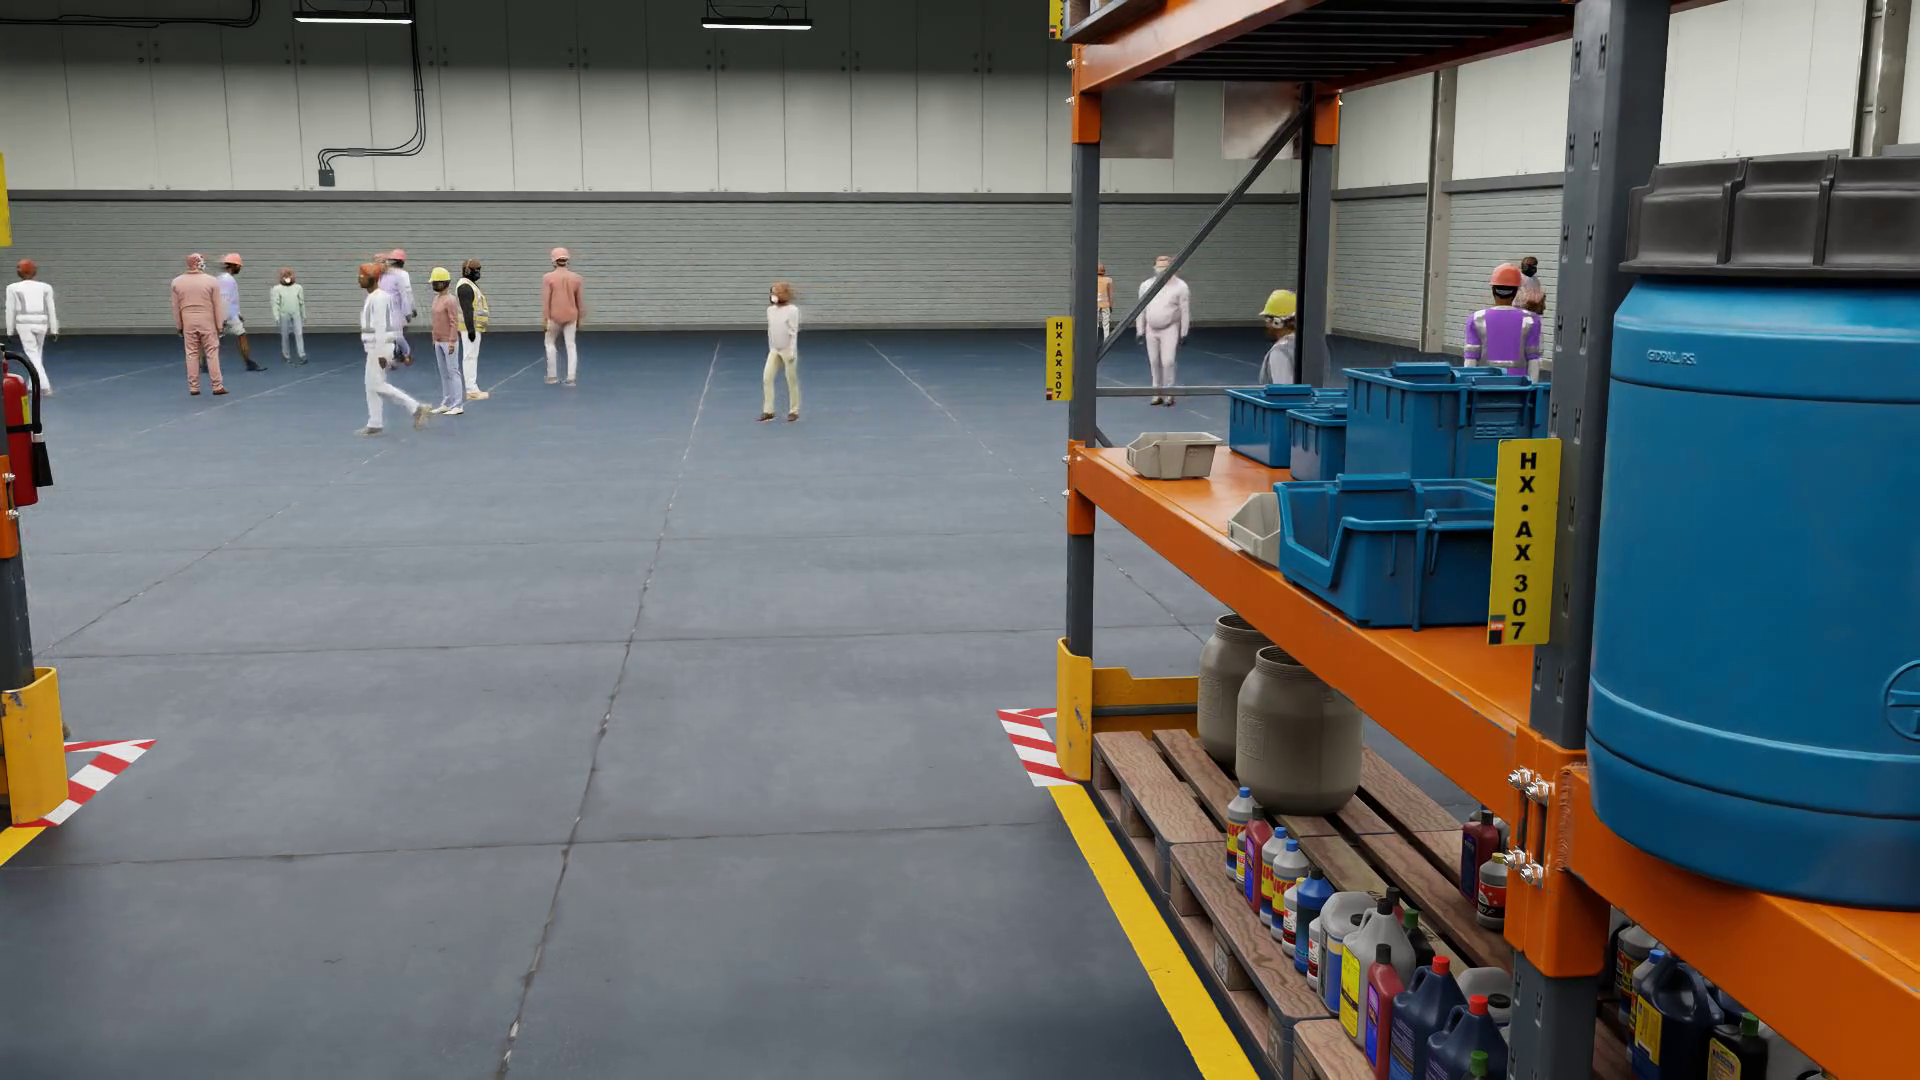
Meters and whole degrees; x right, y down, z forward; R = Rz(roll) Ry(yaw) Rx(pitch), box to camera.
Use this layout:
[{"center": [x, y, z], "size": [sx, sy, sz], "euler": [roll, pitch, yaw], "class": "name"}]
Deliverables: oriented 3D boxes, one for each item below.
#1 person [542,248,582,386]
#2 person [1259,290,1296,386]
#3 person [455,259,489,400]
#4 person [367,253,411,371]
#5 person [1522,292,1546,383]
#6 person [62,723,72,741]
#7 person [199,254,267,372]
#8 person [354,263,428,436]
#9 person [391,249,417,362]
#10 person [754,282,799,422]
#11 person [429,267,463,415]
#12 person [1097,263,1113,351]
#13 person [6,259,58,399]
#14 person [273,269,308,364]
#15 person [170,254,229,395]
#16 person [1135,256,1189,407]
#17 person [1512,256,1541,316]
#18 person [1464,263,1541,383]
[{"center": [-5.768, -3.203, 23.912], "size": [0.660, 1.967, 0.799], "euler": [-8, 13, -38], "class": "person"}, {"center": [2.177, -0.782, 11.185], "size": [0.952, 1.785, 0.582], "euler": [8, 13, 37], "class": "person"}, {"center": [-6.415, -2.768, 21.909], "size": [0.430, 1.838, 0.619], "euler": [-2, 11, -12], "class": "person"}, {"center": [-9.140, -3.655, 26.676], "size": [0.667, 1.875, 0.617], "euler": [1, 10, 7], "class": "person"}, {"center": [5.636, -1.641, 16.407], "size": [0.842, 1.590, 0.529], "euler": [6, 12, 28], "class": "person"}, {"center": [-4.309, -0.033, 6.777], "size": [1.000, 1.898, 0.645], "euler": [-4, 11, -20], "class": "person"}, {"center": [-11.579, -3.563, 26.203], "size": [1.011, 1.884, 0.561], "euler": [-6, 12, -31], "class": "person"}, {"center": [-6.168, -2.039, 17.859], "size": [0.666, 1.867, 0.584], "euler": [-4, 11, -23], "class": "person"}, {"center": [-9.521, -3.982, 28.312], "size": [0.552, 1.922, 0.394], "euler": [7, 13, 34], "class": "person"}, {"center": [-2.084, -2.139, 19.075], "size": [0.514, 1.611, 0.661], "euler": [7, 12, 34], "class": "person"}, {"center": [-6.199, -2.385, 19.999], "size": [0.307, 1.770, 0.525], "euler": [-10, 14, -43], "class": "person"}, {"center": [2.610, -4.329, 31.015], "size": [0.512, 1.637, 0.309], "euler": [-1, 10, -7], "class": "person"}, {"center": [-12.313, -2.796, 22.071], "size": [0.965, 1.840, 0.587], "euler": [8, 13, 37], "class": "person"}, {"center": [-11.225, -3.735, 27.891], "size": [0.525, 1.582, 0.860], "euler": [-7, 12, -33], "class": "person"}, {"center": [-10.265, -2.905, 22.475], "size": [0.642, 1.905, 0.399], "euler": [-1, 10, -6], "class": "person"}, {"center": [2.523, -2.624, 20.971], "size": [0.651, 1.891, 0.636], "euler": [5, 12, 27], "class": "person"}, {"center": [8.549, -3.367, 25.182], "size": [0.642, 1.841, 0.429], "euler": [-6, 12, -31], "class": "person"}, {"center": [4.053, -1.104, 12.506], "size": [0.547, 1.938, 0.377], "euler": [3, 11, 14], "class": "person"}]
